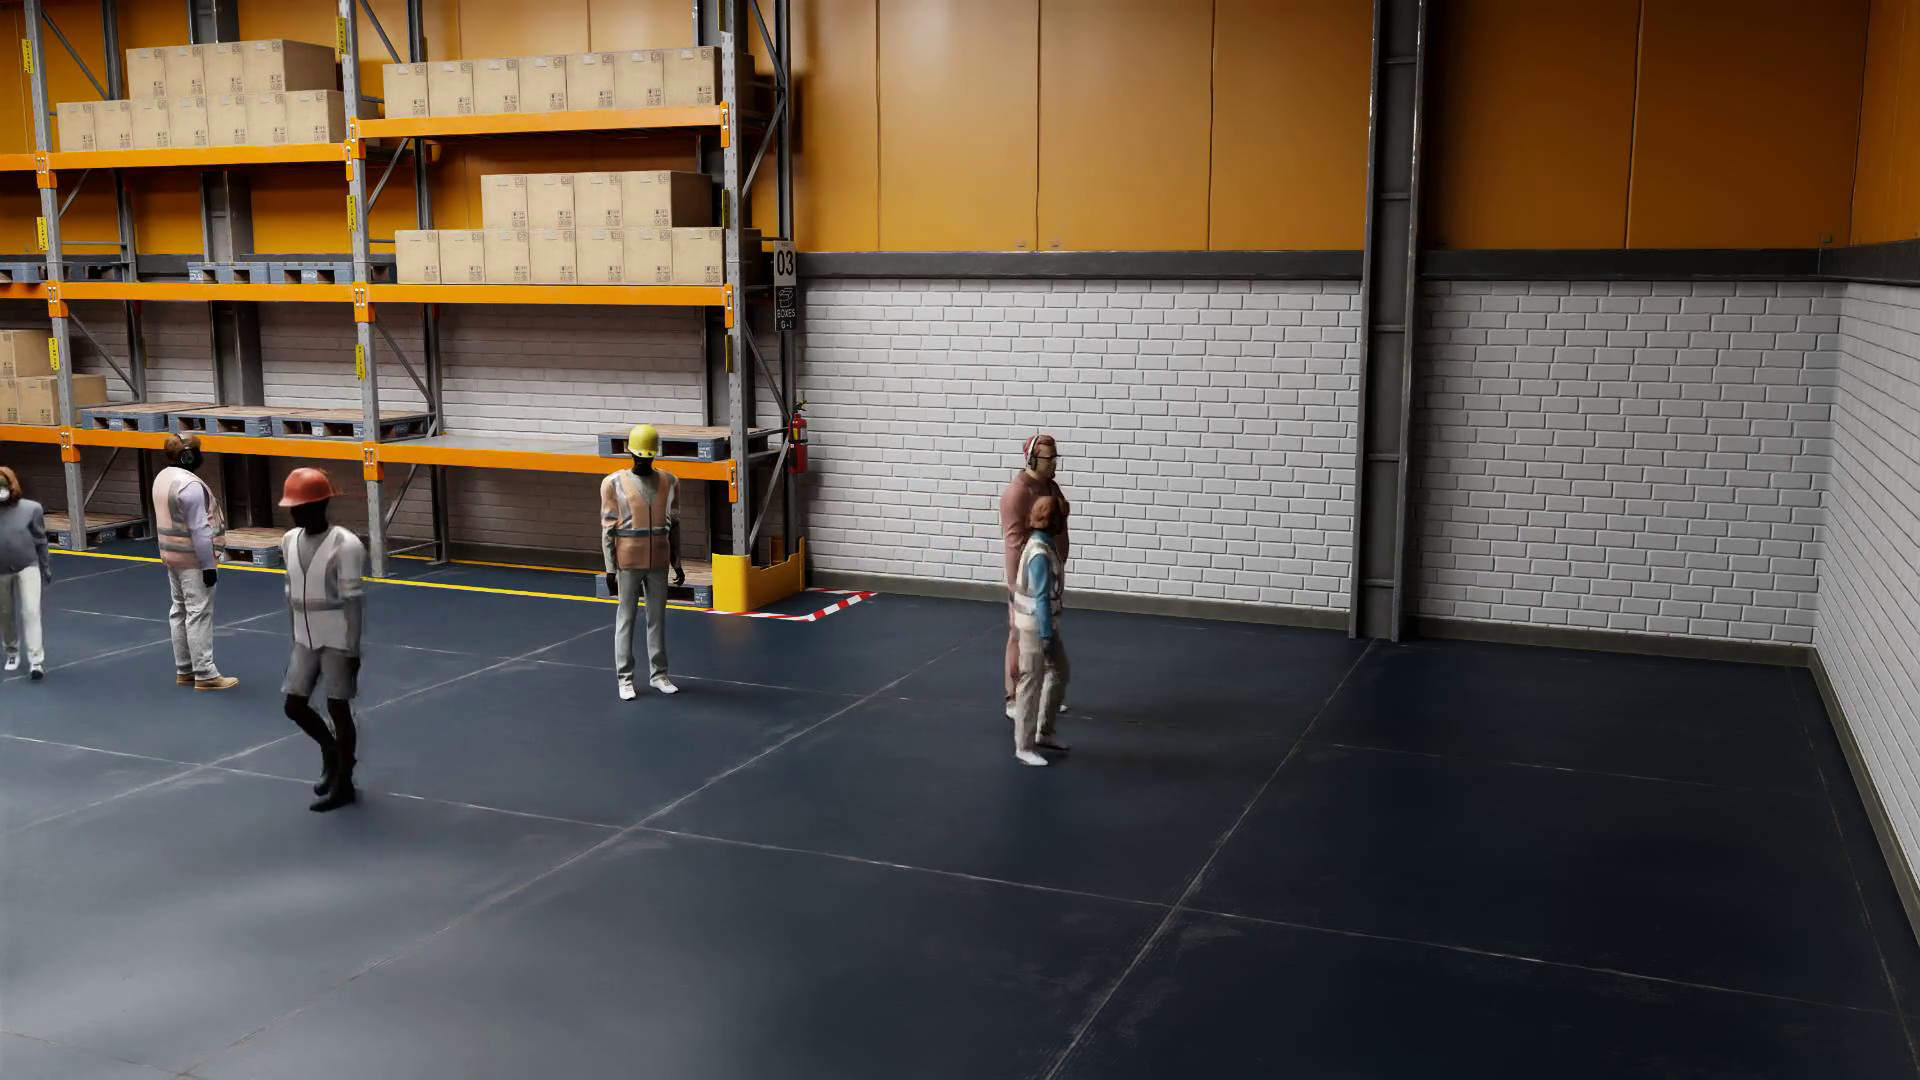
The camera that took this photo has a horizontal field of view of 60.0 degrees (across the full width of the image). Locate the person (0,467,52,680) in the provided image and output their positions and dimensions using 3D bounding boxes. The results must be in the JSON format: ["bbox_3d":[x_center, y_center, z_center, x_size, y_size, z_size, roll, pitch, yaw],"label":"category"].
[{"bbox_3d":[-6.927,0.240,12.135,0.511,1.563,0.914,-5,11,-27],"label":"person"}]

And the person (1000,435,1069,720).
[{"bbox_3d":[0.524,0.251,11.029,0.402,1.906,0.652,5,11,29],"label":"person"}]

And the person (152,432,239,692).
[{"bbox_3d":[-5.444,0.152,11.818,0.627,1.847,0.429,9,13,42],"label":"person"}]

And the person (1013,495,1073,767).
[{"bbox_3d":[0.530,0.543,10.099,0.430,1.625,0.602,1,9,8],"label":"person"}]

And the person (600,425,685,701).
[{"bbox_3d":[-2.199,0.150,11.608,0.585,1.917,0.382,-6,11,-32],"label":"person"}]

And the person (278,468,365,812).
[{"bbox_3d":[-3.520,0.553,9.179,0.543,1.923,0.398,3,10,20],"label":"person"}]
